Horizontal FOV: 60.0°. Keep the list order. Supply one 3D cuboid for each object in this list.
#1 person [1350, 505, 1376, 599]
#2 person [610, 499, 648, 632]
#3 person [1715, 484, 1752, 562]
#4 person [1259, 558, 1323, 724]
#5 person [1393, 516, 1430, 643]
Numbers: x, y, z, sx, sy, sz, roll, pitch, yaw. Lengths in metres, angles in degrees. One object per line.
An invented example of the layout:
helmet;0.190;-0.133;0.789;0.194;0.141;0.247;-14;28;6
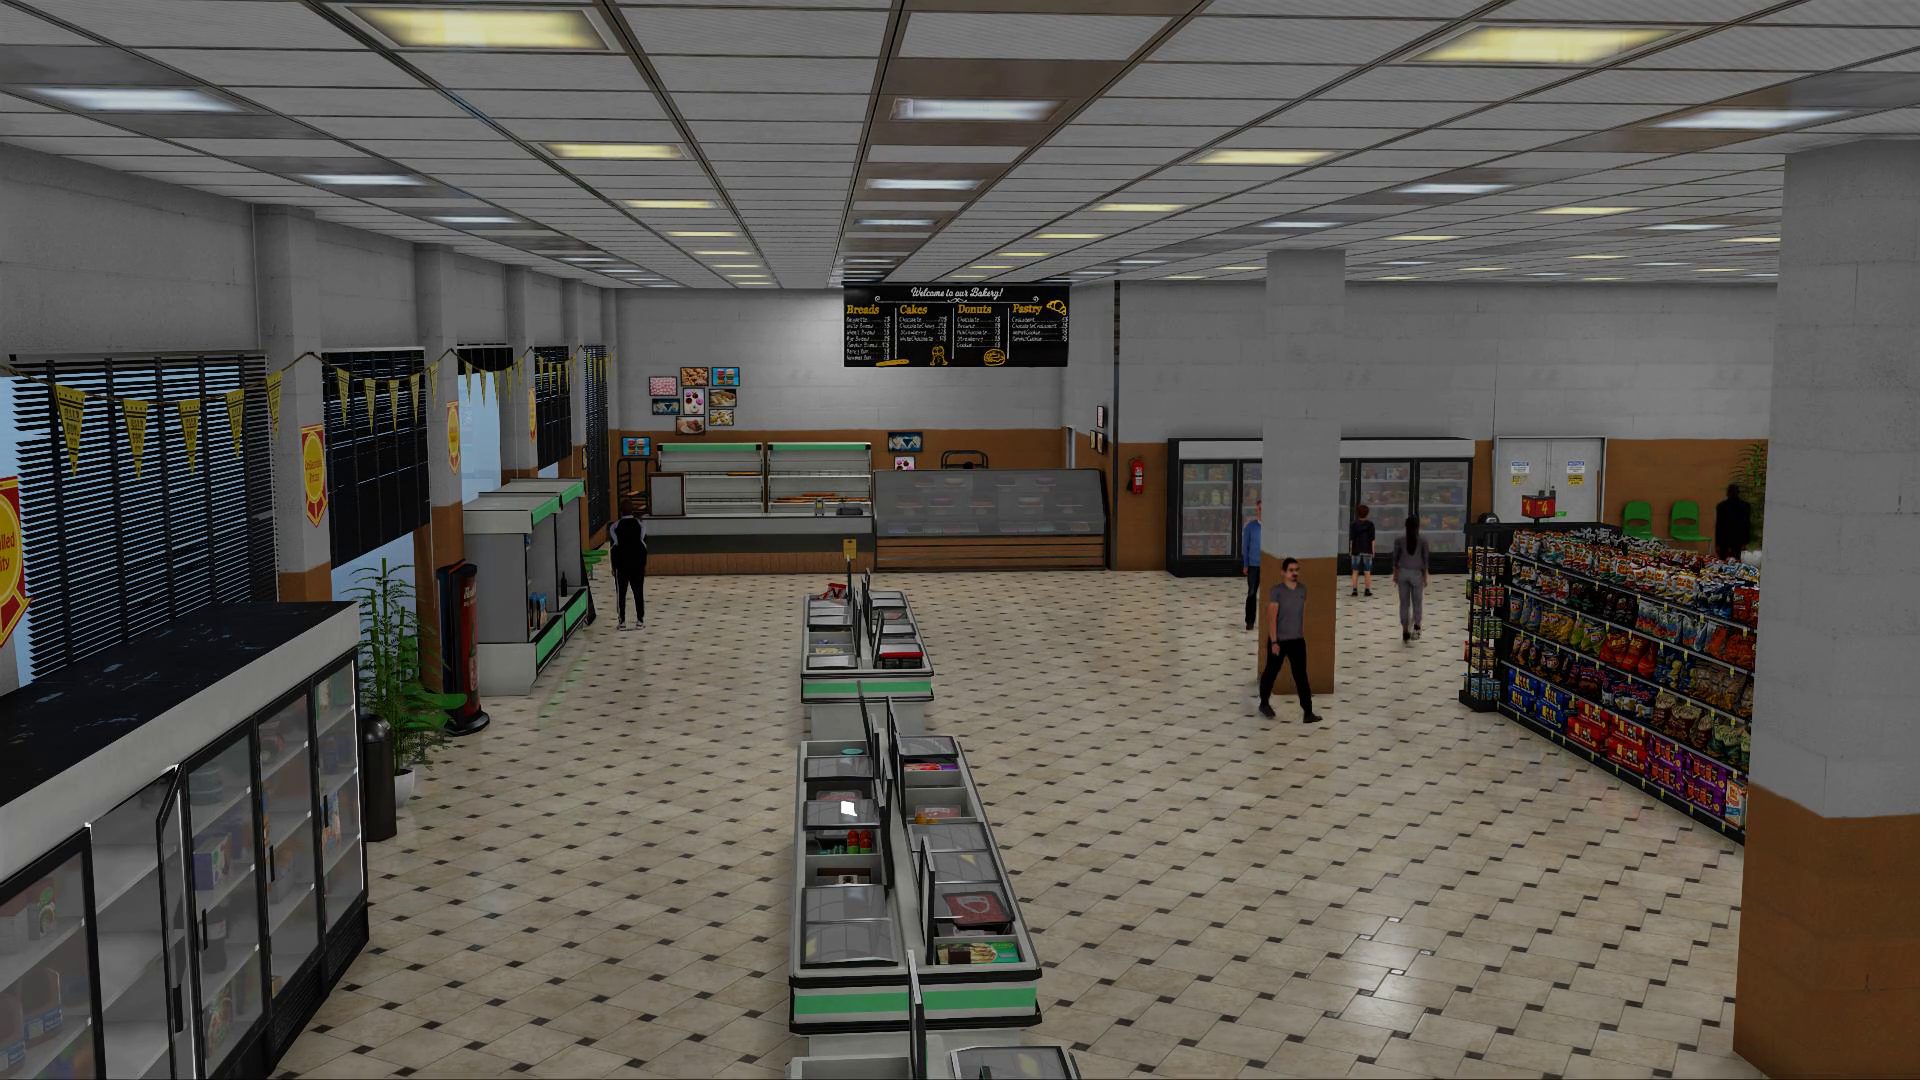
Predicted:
person;6.262;0.169;25.919;0.607;1.446;0.614;2;7;19
person;-4.576;0.331;22.990;0.695;1.828;0.619;-2;7;-16
person;11.801;0.056;25.366;0.686;1.803;0.921;-1;7;-6
person;3.378;1.059;17.475;0.846;1.706;1.214;-3;7;-20
person;5.947;0.545;22.020;0.934;1.636;1.156;3;7;21
